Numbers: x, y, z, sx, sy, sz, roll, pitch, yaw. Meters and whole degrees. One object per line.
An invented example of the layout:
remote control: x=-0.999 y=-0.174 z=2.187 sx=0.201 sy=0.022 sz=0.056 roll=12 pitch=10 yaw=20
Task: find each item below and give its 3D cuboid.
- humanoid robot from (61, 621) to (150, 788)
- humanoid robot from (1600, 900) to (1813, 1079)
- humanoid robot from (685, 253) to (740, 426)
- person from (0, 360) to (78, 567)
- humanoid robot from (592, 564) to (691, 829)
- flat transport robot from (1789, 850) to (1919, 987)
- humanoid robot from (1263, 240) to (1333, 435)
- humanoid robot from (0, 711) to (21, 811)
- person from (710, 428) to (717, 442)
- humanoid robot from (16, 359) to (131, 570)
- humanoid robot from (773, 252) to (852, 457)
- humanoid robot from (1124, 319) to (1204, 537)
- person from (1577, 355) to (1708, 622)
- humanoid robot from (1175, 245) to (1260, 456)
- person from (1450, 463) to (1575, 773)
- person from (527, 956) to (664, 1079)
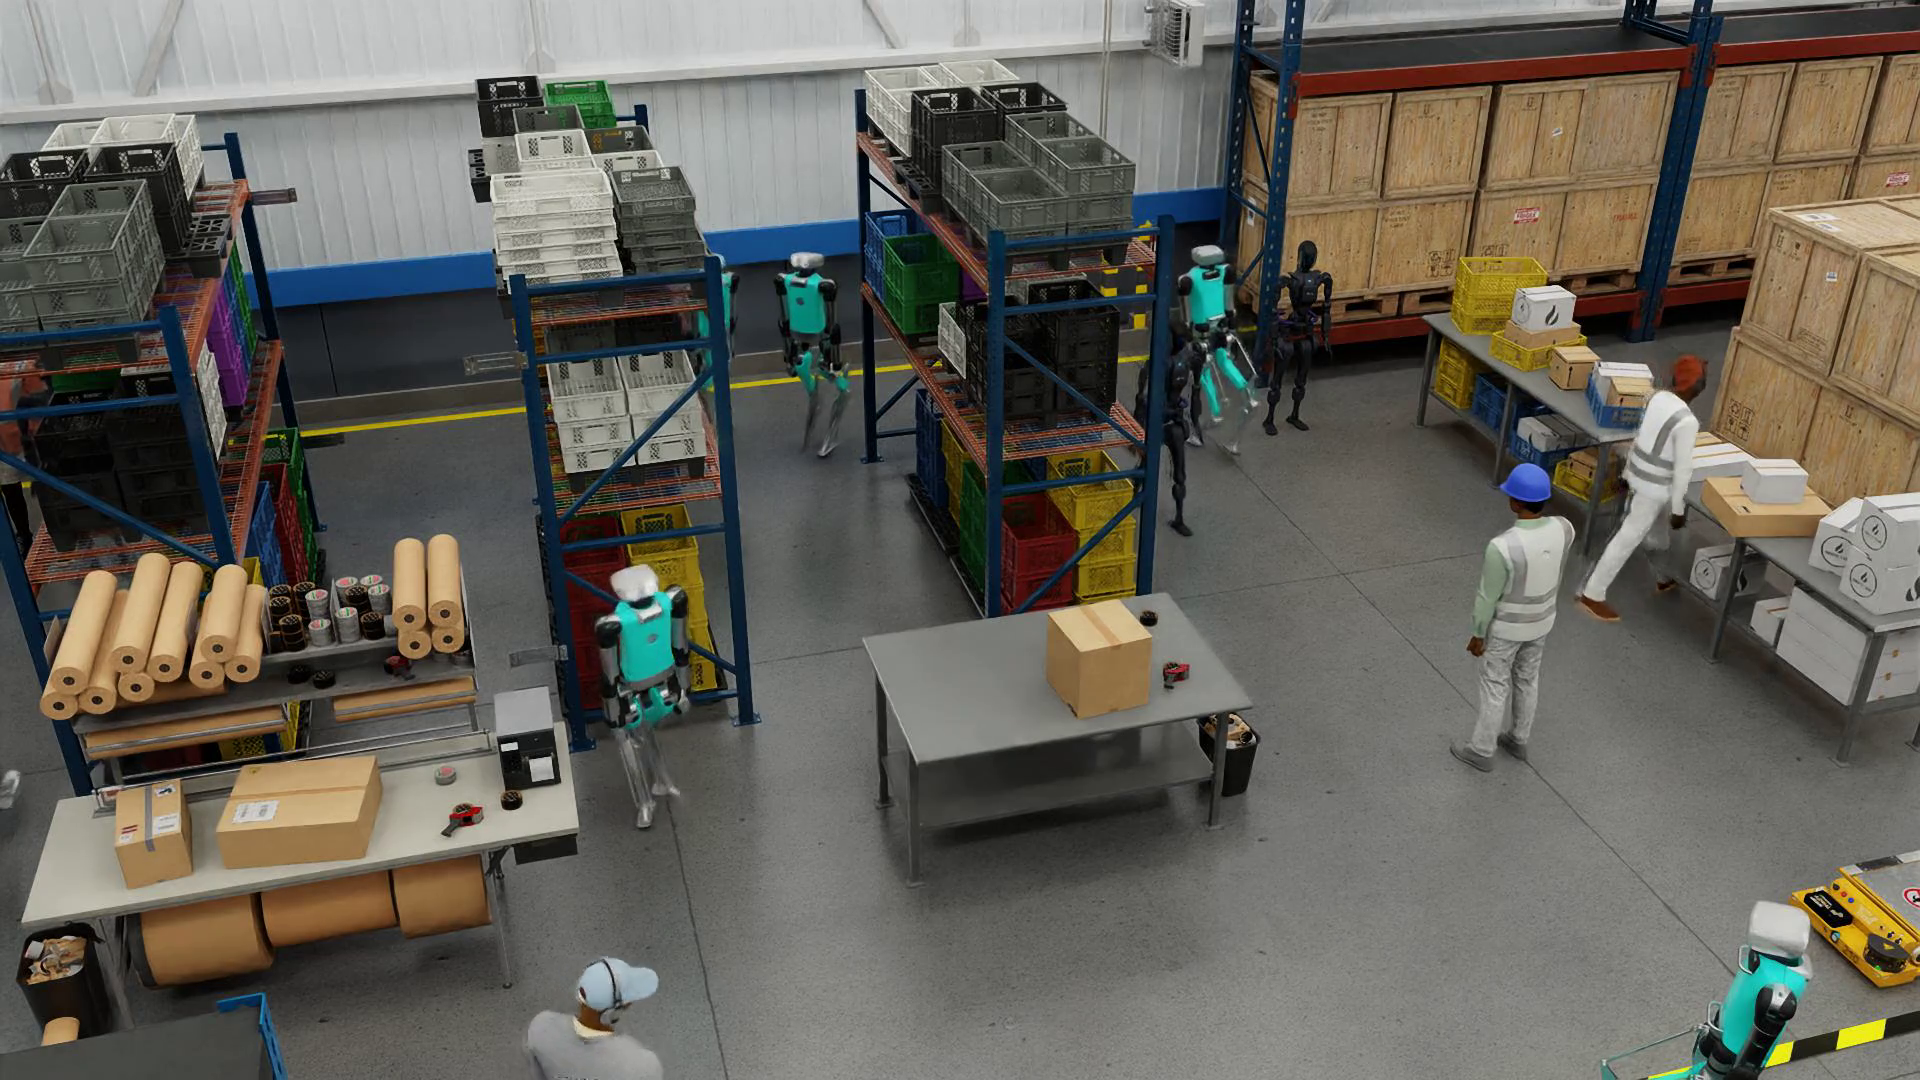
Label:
humanoid robot: x=-4.398 y=1.120 z=8.699 sx=0.489 sy=1.645 sz=0.588 roll=-18 pitch=34 yaw=-30
humanoid robot: x=2.864 y=2.101 z=6.675 sx=0.735 sy=1.677 sz=0.533 roll=12 pitch=31 yaw=21
humanoid robot: x=-2.139 y=-1.451 z=13.330 sx=0.814 sy=1.826 sz=0.531 roll=19 pitch=34 yaw=30
person: x=-6.663 y=-0.712 z=11.696 sx=0.605 sy=1.966 sz=0.368 roll=-4 pitch=29 yaw=-7
humanoid robot: x=-1.804 y=0.826 z=9.143 sx=0.603 sy=1.783 sz=0.815 roll=-21 pitch=35 yaw=-34
flat transport robot: x=5.163 y=1.916 z=8.676 sx=1.431 sy=0.231 sz=0.659 roll=-8 pitch=30 yaw=-14
humanoid robot: x=2.792 y=-1.674 z=13.734 sx=0.599 sy=1.653 sz=0.315 roll=-8 pitch=30 yaw=-14
humanoid robot: x=-5.396 y=0.988 z=8.811 sx=0.553 sy=1.725 sz=0.977 roll=-7 pitch=29 yaw=-12
person: x=-2.547 y=-1.621 z=13.369 sx=1.133 sy=1.948 sz=0.609 roll=0 pitch=29 yaw=-1
humanoid robot: x=-6.221 y=-0.521 z=11.654 sx=0.609 sy=1.649 sz=0.316 roll=-15 pitch=32 yaw=-26
humanoid robot: x=-1.103 y=-1.500 z=13.367 sx=0.535 sy=1.806 sz=0.674 roll=12 pitch=31 yaw=21
humanoid robot: x=1.516 y=-0.881 z=12.359 sx=0.616 sy=1.627 sz=0.789 roll=-13 pitch=31 yaw=-22
person: x=4.709 y=-0.349 z=11.192 sx=0.927 sy=1.823 sz=0.649 roll=0 pitch=29 yaw=1
humanoid robot: x=2.079 y=-1.404 z=13.219 sx=0.570 sy=1.769 sz=0.899 roll=-14 pitch=32 yaw=-24
person: x=3.187 y=0.455 z=9.606 sx=0.604 sy=1.940 sz=0.421 roll=-13 pitch=31 yaw=-23
person: x=-1.332 y=2.316 z=6.343 sx=0.594 sy=1.816 sz=0.509 roll=11 pitch=31 yaw=20
